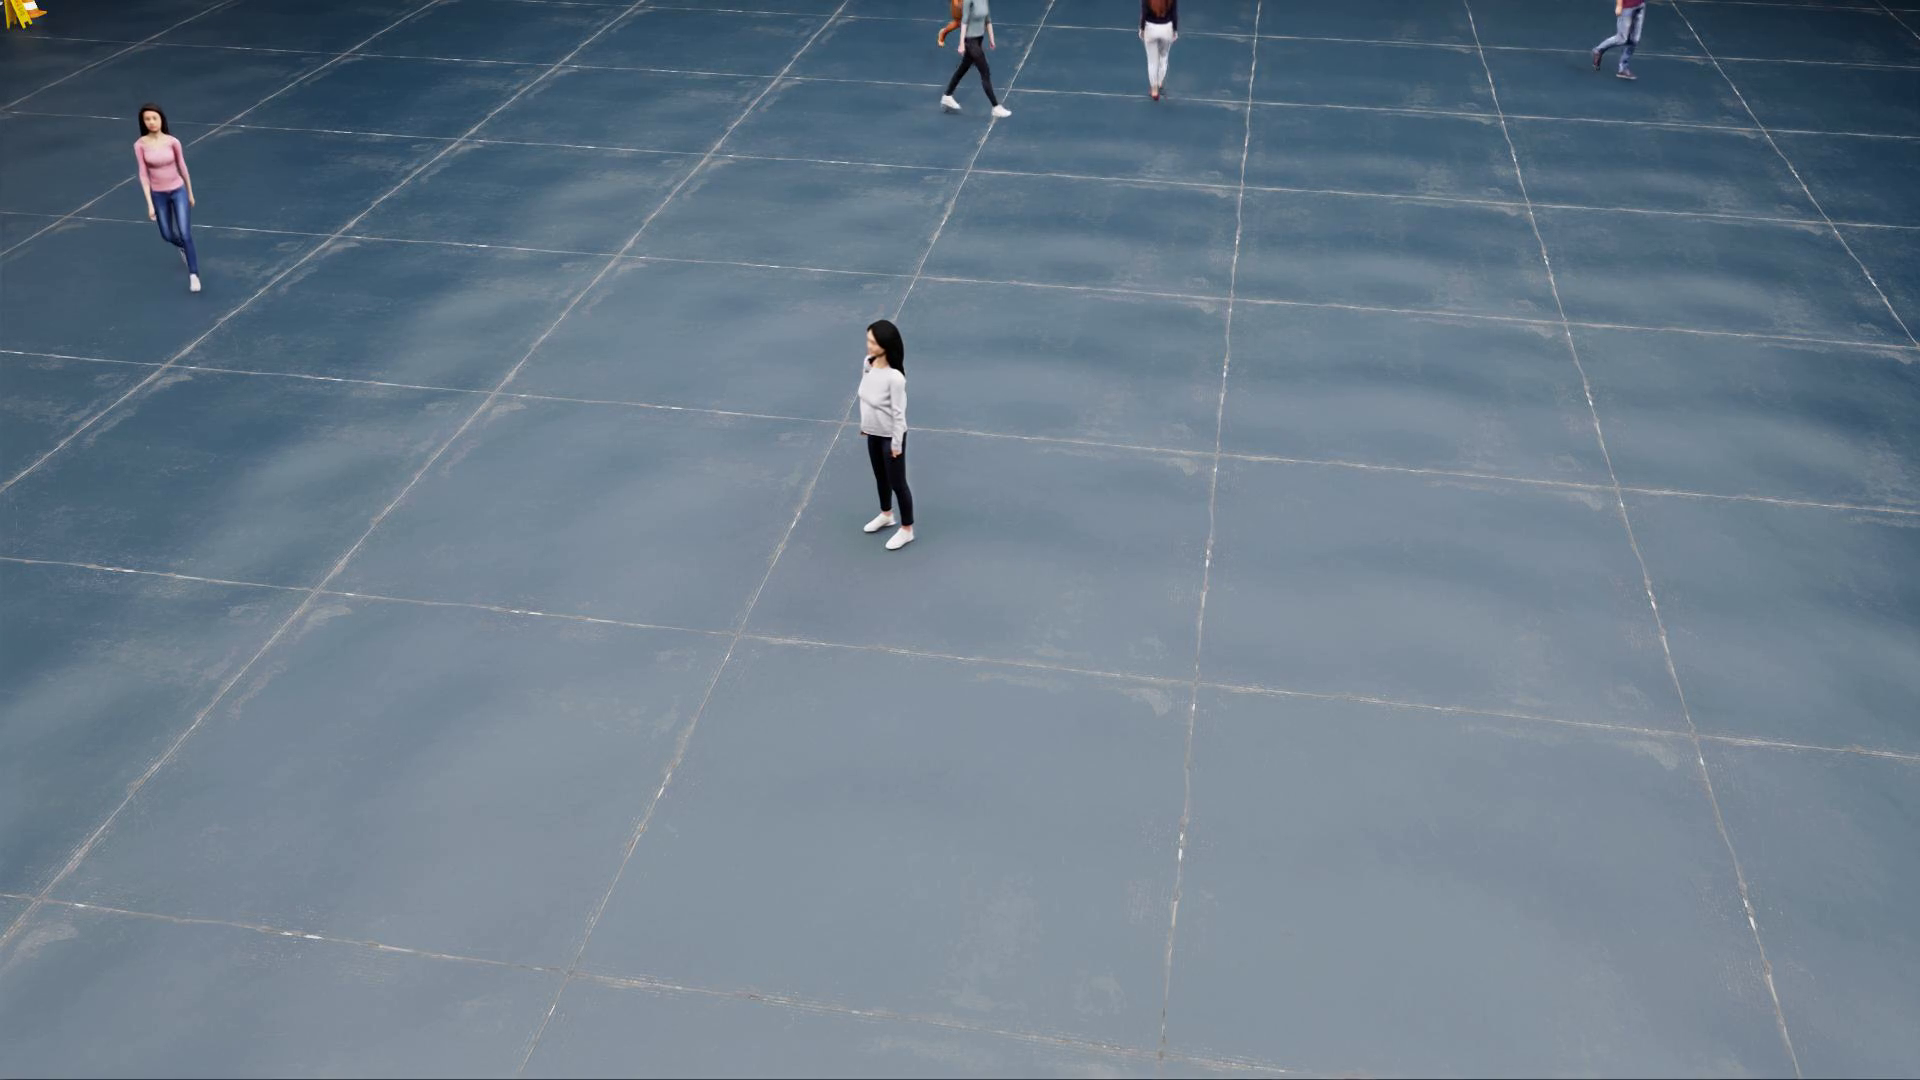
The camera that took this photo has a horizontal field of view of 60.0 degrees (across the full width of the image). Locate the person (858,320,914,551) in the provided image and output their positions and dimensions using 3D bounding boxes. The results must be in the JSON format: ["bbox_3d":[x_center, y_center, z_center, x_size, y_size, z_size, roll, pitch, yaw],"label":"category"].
[{"bbox_3d":[-0.501,-0.750,11.537,0.747,1.699,0.679,-22,38,-31],"label":"person"}]

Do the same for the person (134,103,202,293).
[{"bbox_3d":[-7.313,-3.202,15.397,0.944,1.727,0.905,-11,34,-18],"label":"person"}]

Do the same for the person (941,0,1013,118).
[{"bbox_3d":[0.095,-5.843,19.620,1.246,1.690,0.885,18,36,26],"label":"person"}]

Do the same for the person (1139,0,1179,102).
[{"bbox_3d":[2.415,-6.119,20.145,0.644,1.597,0.750,-2,32,-4],"label":"person"}]

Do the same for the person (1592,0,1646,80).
[{"bbox_3d":[8.386,-6.754,20.926,0.959,1.837,1.019,-20,38,-29],"label":"person"}]

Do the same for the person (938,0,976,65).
[{"bbox_3d":[-0.006,-7.013,21.487,0.873,1.675,0.987,-27,41,-36],"label":"person"}]
